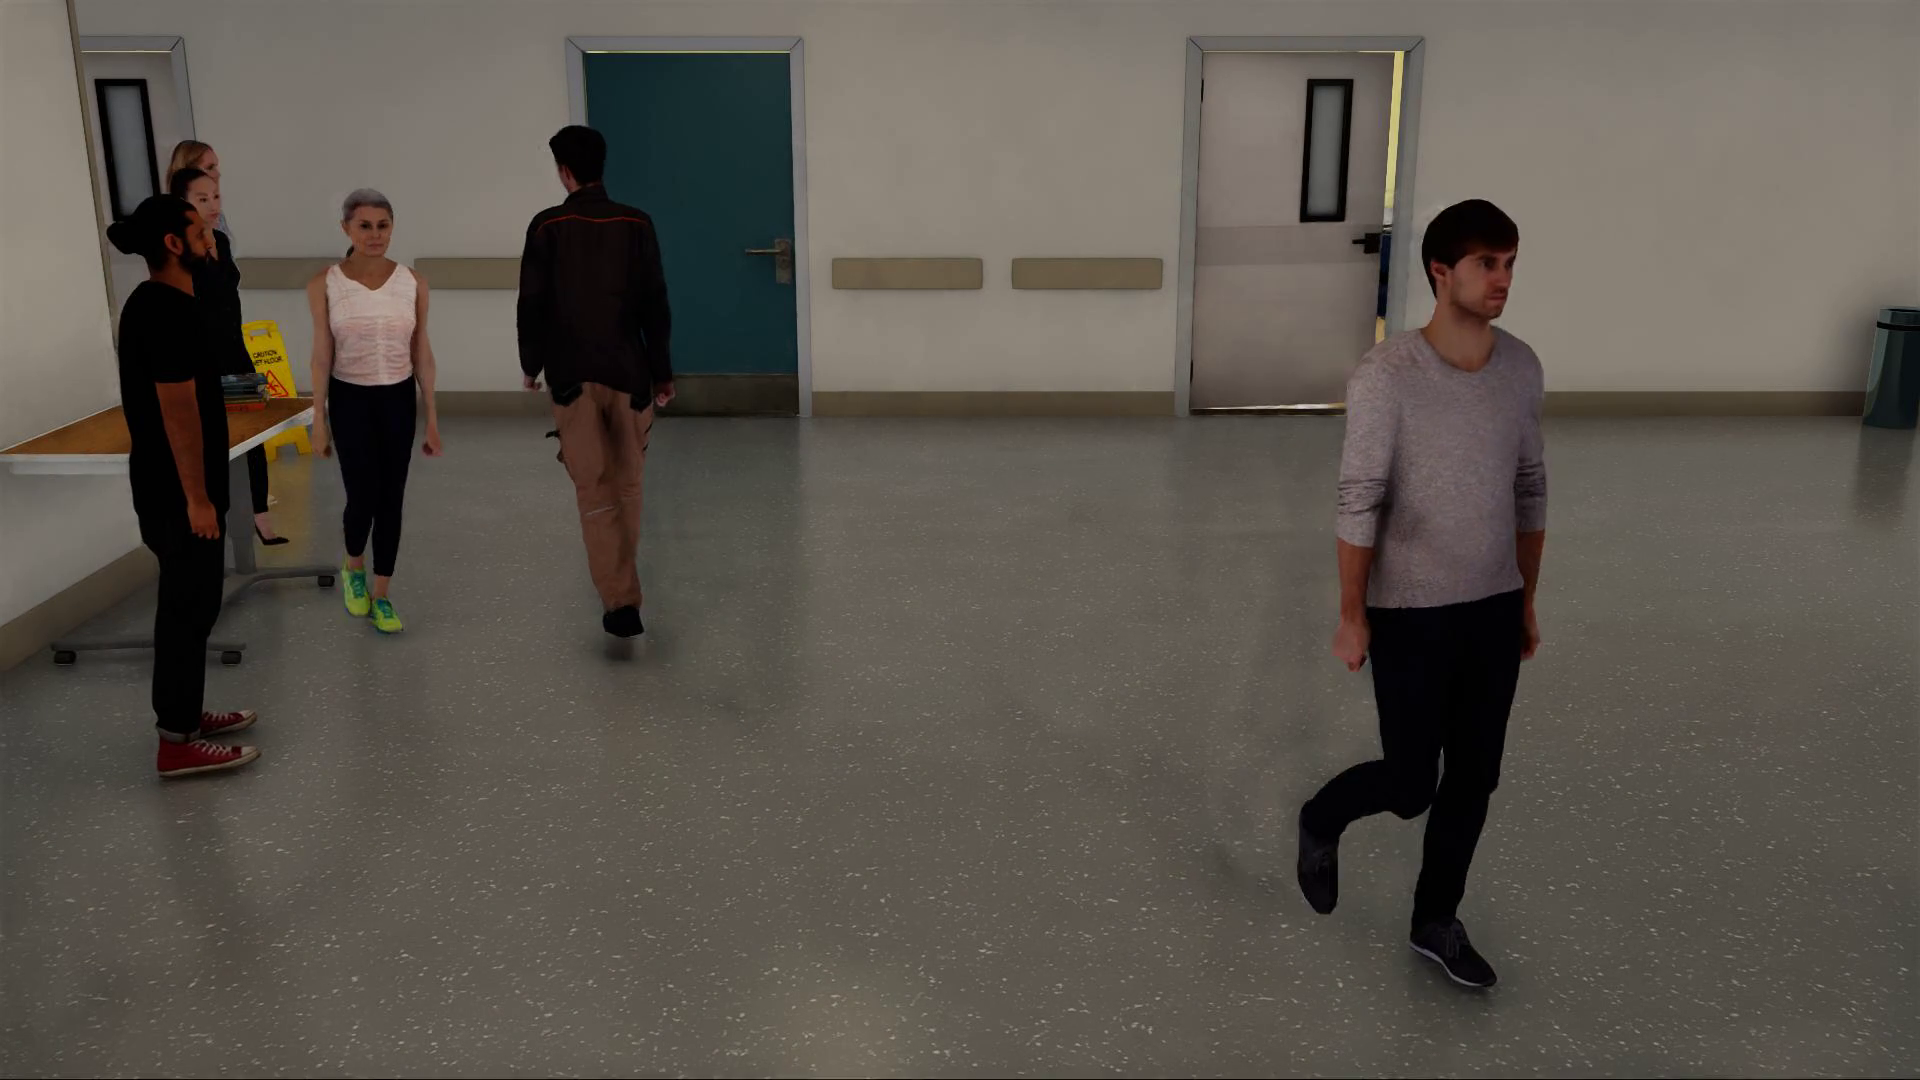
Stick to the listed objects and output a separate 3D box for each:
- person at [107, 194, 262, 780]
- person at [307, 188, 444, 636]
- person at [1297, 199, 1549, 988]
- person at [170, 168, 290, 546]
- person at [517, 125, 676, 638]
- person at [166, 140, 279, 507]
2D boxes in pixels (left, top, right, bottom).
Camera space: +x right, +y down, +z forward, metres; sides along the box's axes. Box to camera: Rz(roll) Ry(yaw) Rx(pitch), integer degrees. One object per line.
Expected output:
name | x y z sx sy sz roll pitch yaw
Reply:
person | -2.394 -0.158 5.086 0.715 1.750 0.713 -8 17 -25
person | -2.262 -0.490 6.377 0.765 1.687 0.832 -9 18 -29
person | 1.072 0.132 3.911 0.871 1.828 0.898 -7 17 -23
person | -3.394 -0.777 7.390 1.027 1.691 0.698 3 16 11
person | -1.340 -0.540 6.220 1.297 1.871 1.145 -8 17 -25
person | -3.727 -1.023 8.088 0.898 1.786 0.645 1 16 4
